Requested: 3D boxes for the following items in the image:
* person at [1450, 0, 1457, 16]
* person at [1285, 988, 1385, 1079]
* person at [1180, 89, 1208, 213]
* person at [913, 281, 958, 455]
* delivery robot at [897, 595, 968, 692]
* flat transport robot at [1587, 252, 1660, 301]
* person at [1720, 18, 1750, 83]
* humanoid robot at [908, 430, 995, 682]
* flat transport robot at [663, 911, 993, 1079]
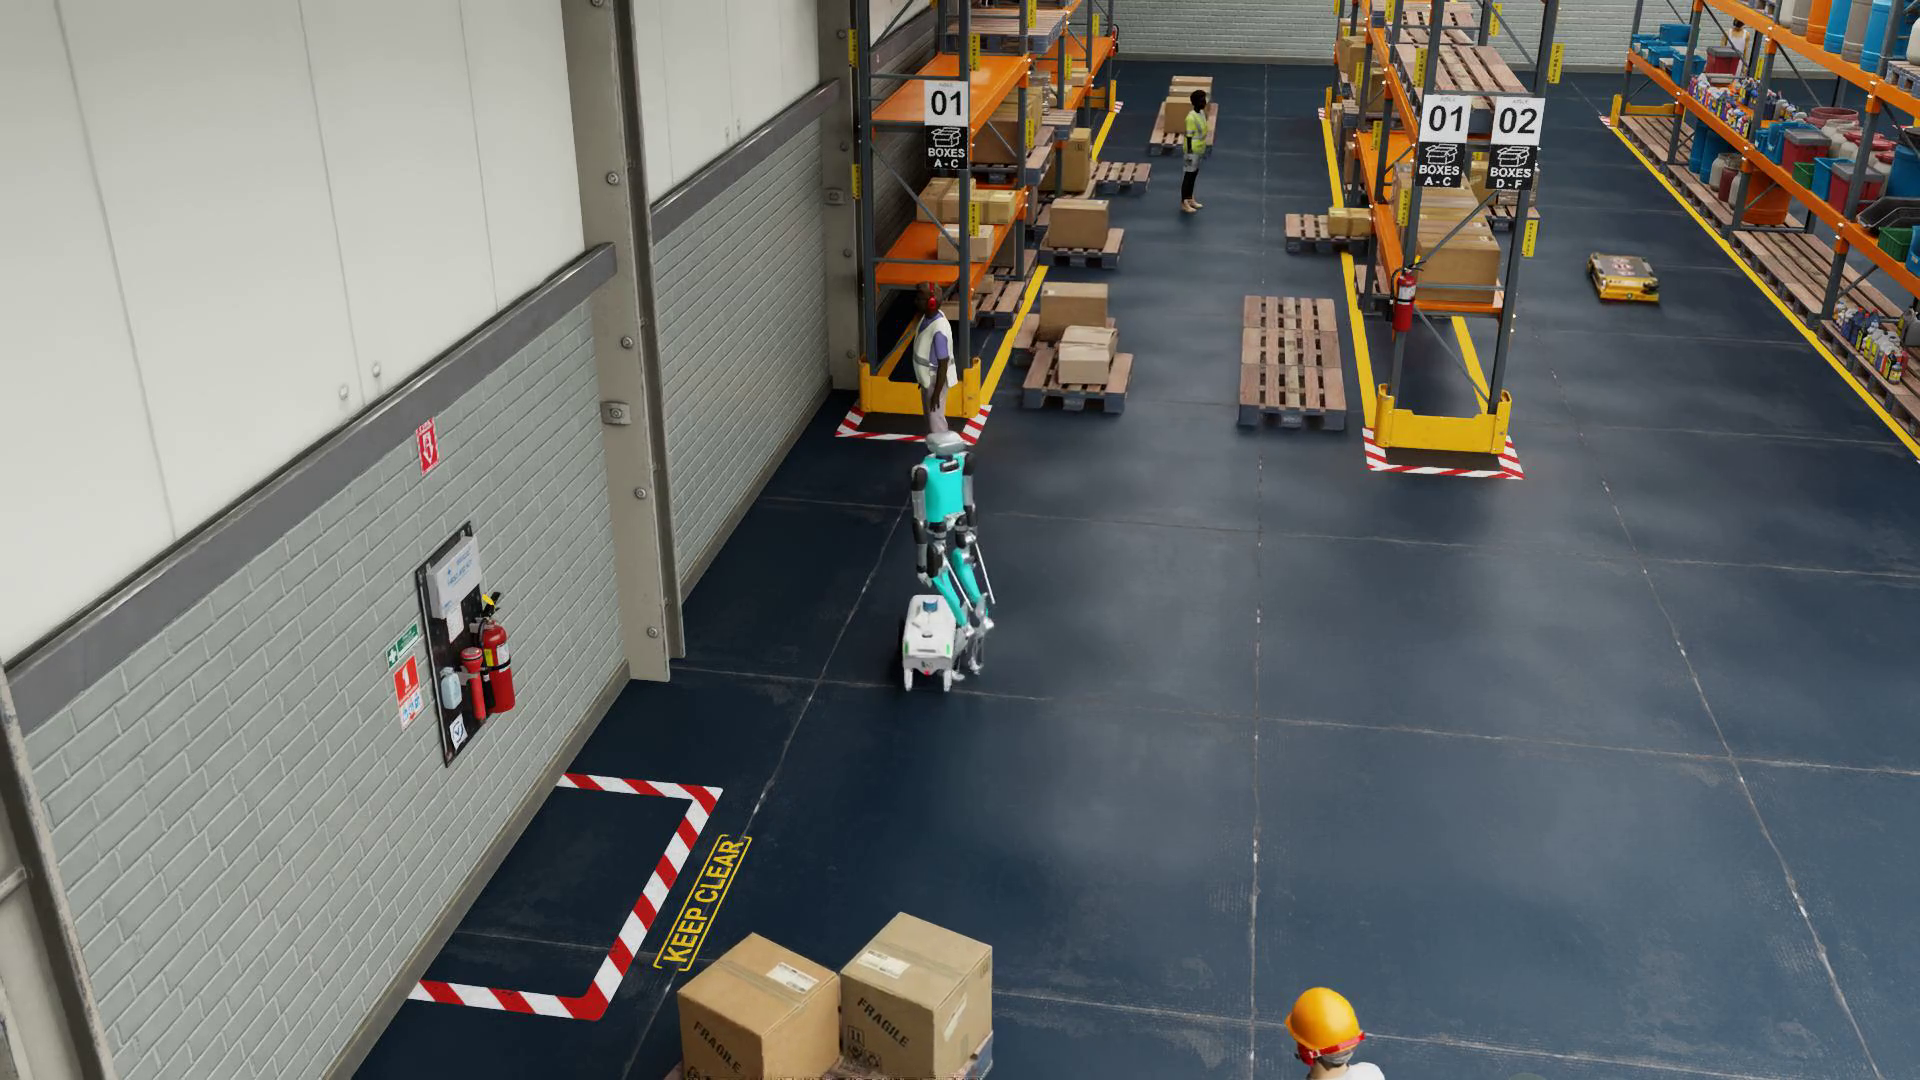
[{"bbox_3d":[9.282,-9.387,31.681,0.325,1.766,0.532,-13,28,-26],"label":"person"},{"bbox_3d":[1.306,2.458,6.186,0.562,1.890,0.370,-14,28,-27],"label":"person"},{"bbox_3d":[3.300,-5.468,23.372,0.316,1.695,0.541,12,27,23],"label":"person"},{"bbox_3d":[-0.225,-1.339,14.359,0.389,1.847,0.562,-5,26,-11],"label":"person"},{"bbox_3d":[-0.204,0.672,11.583,0.499,0.595,0.791,1,25,3],"label":"delivery robot"},{"bbox_3d":[8.044,-3.196,20.199,0.659,0.231,1.431,6,26,12],"label":"flat transport robot"},{"bbox_3d":[13.643,-8.394,29.441,0.504,1.863,0.373,6,26,12],"label":"person"},{"bbox_3d":[0.018,0.172,11.239,0.533,1.789,0.663,-19,31,-35],"label":"humanoid robot"},{"bbox_3d":[-0.611,2.650,7.685,0.659,0.231,1.431,12,27,23],"label":"flat transport robot"}]
